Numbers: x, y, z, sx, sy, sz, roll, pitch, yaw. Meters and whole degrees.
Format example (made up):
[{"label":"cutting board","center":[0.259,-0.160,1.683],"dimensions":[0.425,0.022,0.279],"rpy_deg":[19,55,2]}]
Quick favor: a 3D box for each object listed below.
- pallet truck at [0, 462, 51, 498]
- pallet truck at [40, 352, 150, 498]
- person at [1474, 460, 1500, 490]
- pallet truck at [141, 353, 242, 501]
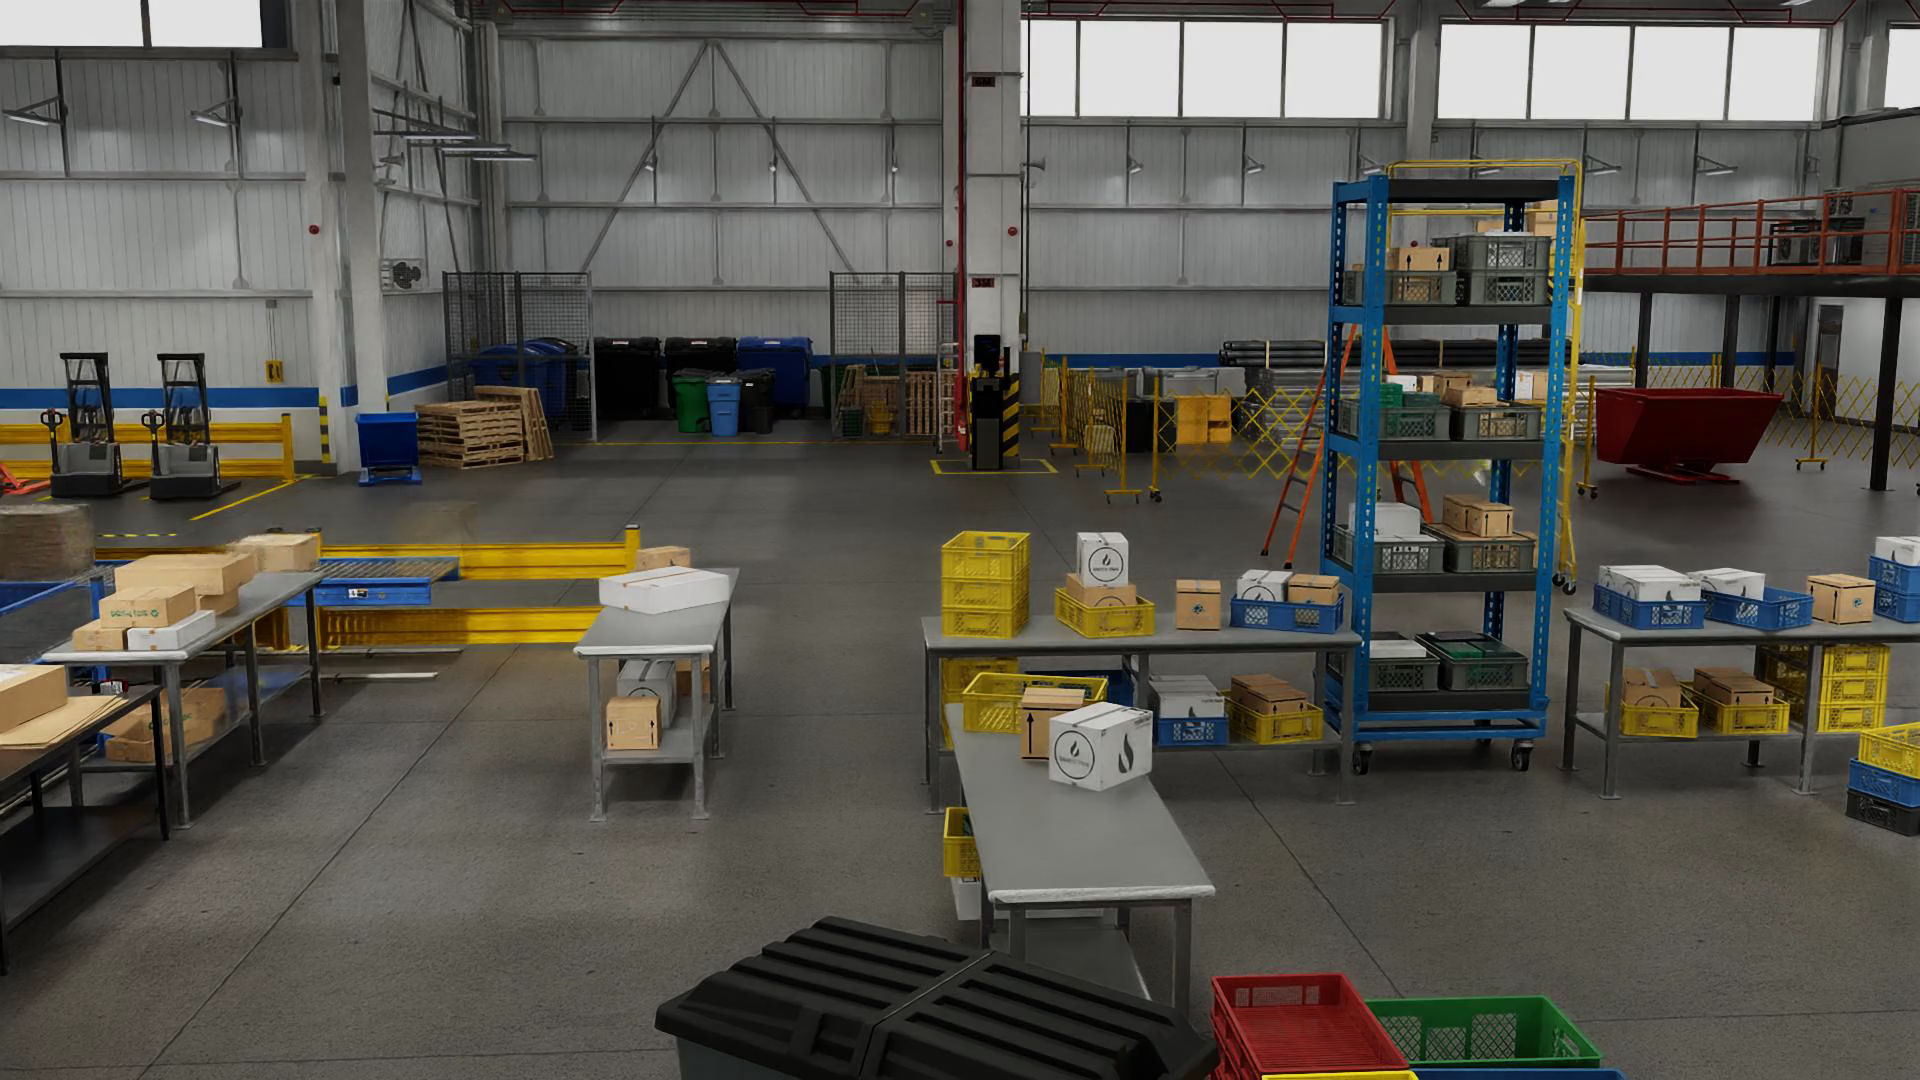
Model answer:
[{"label":"pallet truck","center":[-13.193,-1.293,23.148],"dimensions":[0.653,1.274,1.630],"rpy_deg":[-1,9,-4]},{"label":"pallet truck","center":[-11.907,-1.642,23.165],"dimensions":[0.823,1.965,1.885],"rpy_deg":[0,9,0]},{"label":"person","center":[7.568,-1.545,23.403],"dimensions":[0.513,1.717,0.496],"rpy_deg":[0,9,1]},{"label":"pallet truck","center":[-10.520,-1.604,22.925],"dimensions":[0.823,1.965,1.885],"rpy_deg":[-1,9,-6]}]
